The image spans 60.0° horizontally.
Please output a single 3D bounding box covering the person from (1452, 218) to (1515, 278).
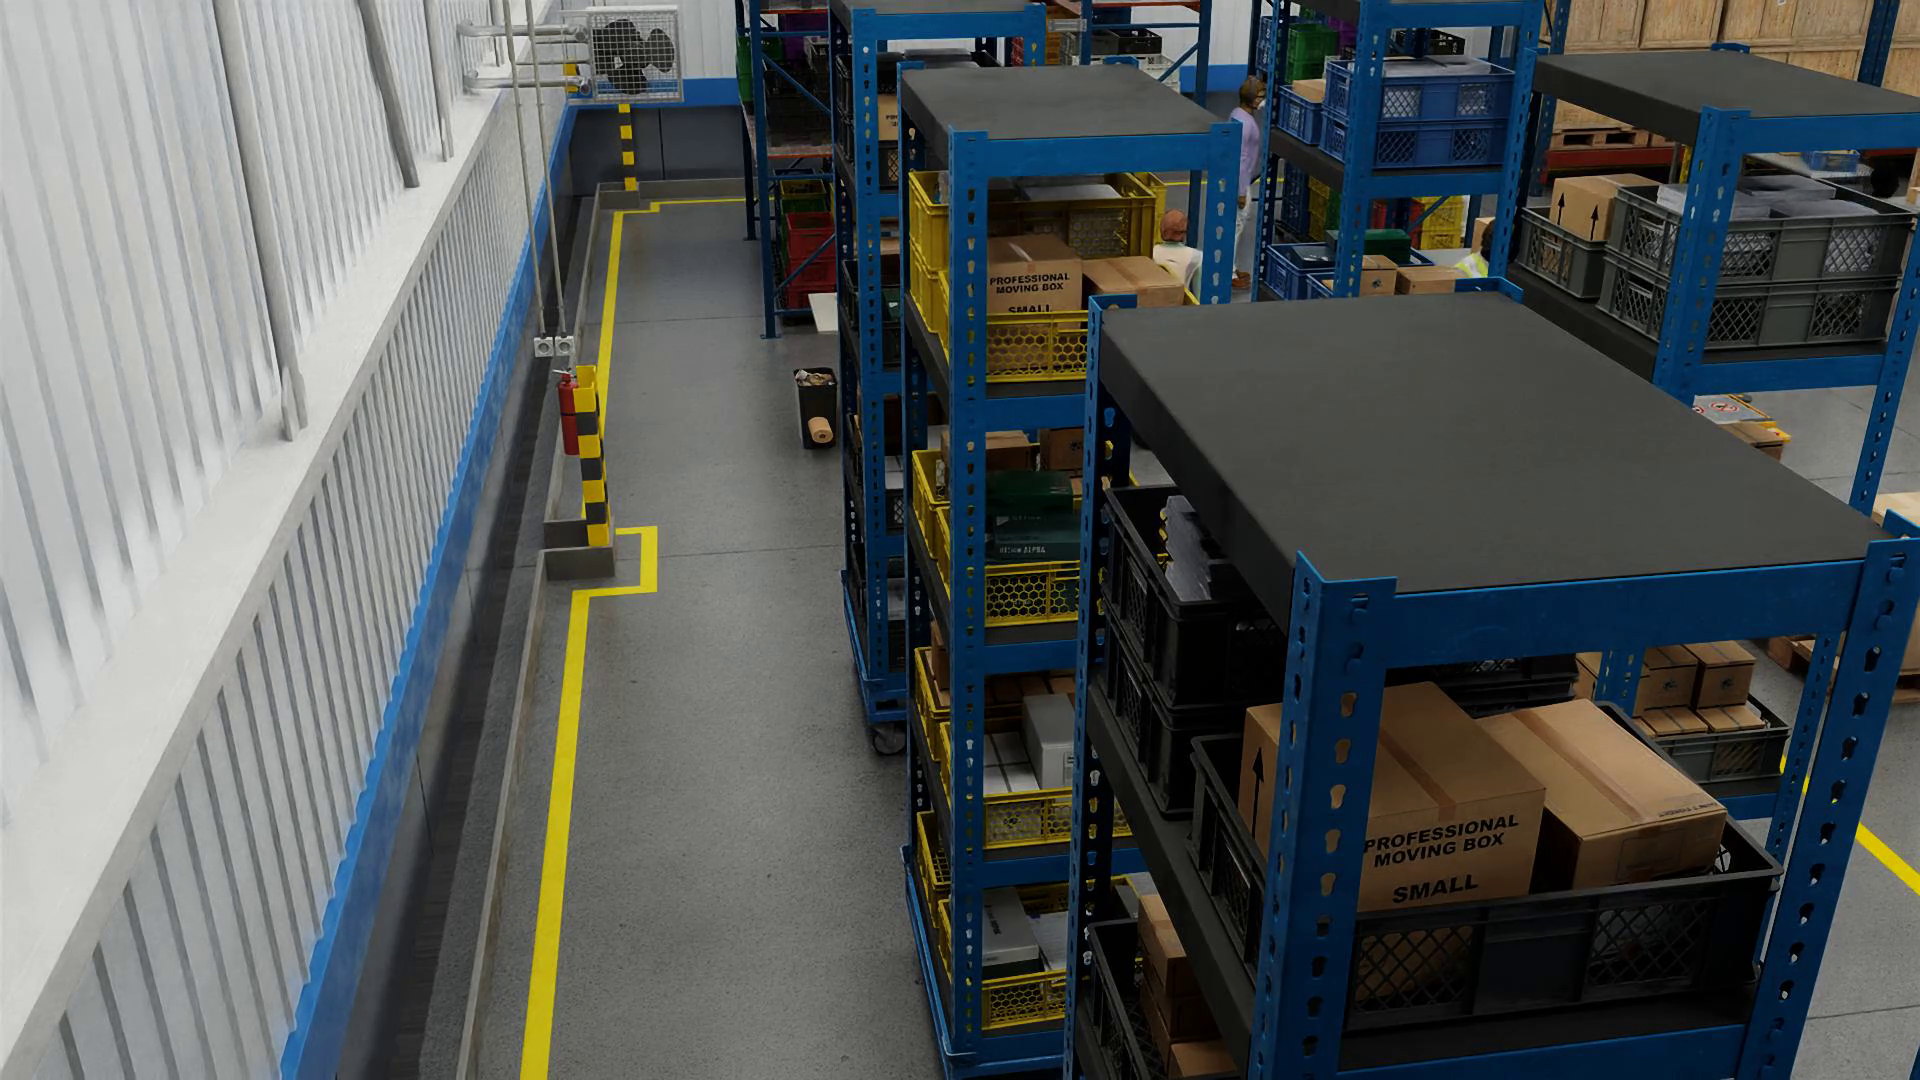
[{"bbox_3d":[3.485,-1.240,11.104,0.622,1.838,0.429,-13,28,-26],"label":"person"}]

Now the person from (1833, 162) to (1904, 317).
[{"bbox_3d":[7.237,-2.222,13.416,0.582,1.671,0.375,-8,26,-17],"label":"person"}]

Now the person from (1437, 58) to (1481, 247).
[{"bbox_3d":[5.126,-3.935,16.903,0.357,1.885,0.573,2,25,3],"label":"person"}]

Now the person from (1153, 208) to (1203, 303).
[{"bbox_3d":[1.508,-1.590,12.107,0.526,1.630,0.317,1,25,2],"label":"person"}]

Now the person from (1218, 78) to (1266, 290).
[{"bbox_3d":[2.603,-3.311,15.491,0.370,1.932,0.634,3,25,6],"label":"person"}]
